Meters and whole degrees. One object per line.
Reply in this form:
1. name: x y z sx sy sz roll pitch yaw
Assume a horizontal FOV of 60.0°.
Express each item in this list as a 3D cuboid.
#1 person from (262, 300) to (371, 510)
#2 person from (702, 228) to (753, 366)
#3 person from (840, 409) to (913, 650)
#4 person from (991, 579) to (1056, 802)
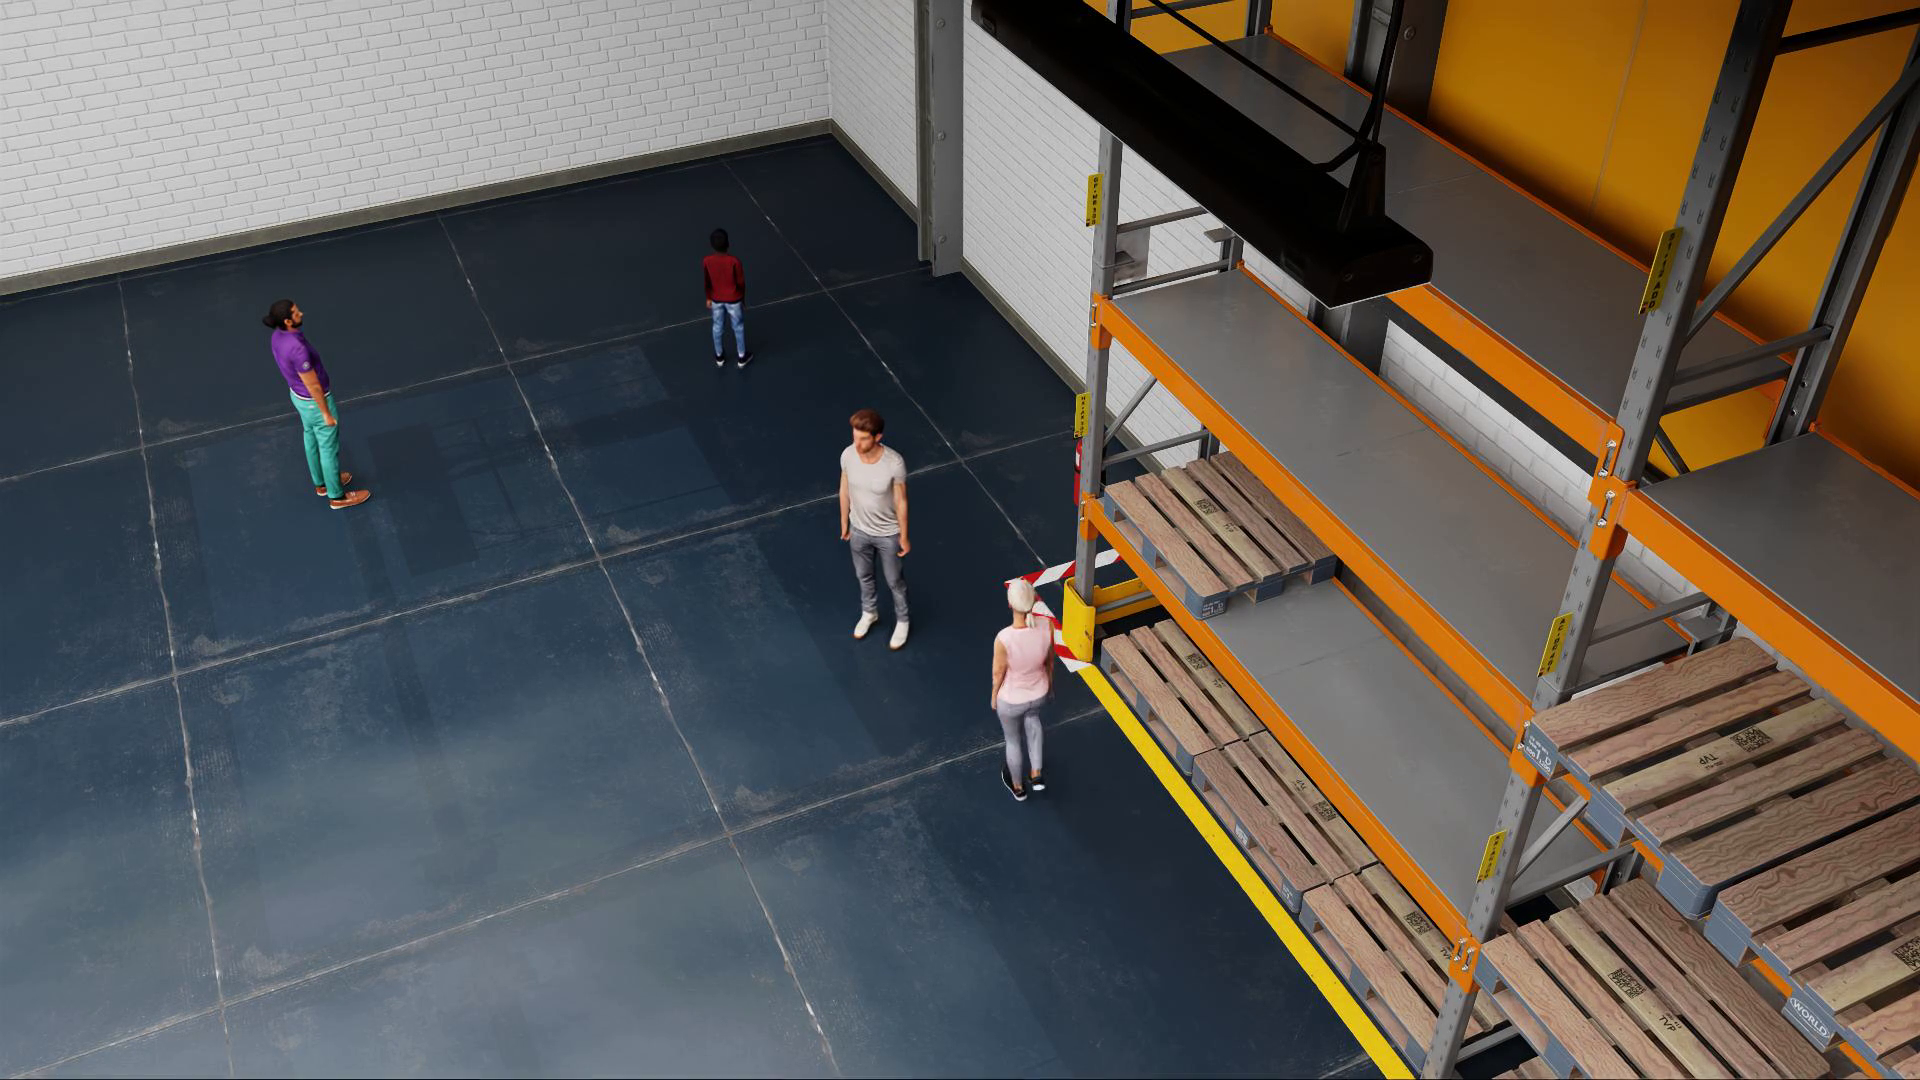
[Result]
1. person: -4.899 -1.037 12.546 0.753 1.768 0.619 -30 47 -32
2. person: -2.010 -2.084 14.273 0.590 1.250 0.625 5 39 6
3. person: -0.557 -0.098 11.276 0.730 1.887 0.800 13 40 16
4. person: 0.417 0.973 10.067 0.552 1.721 0.595 -14 41 -17
